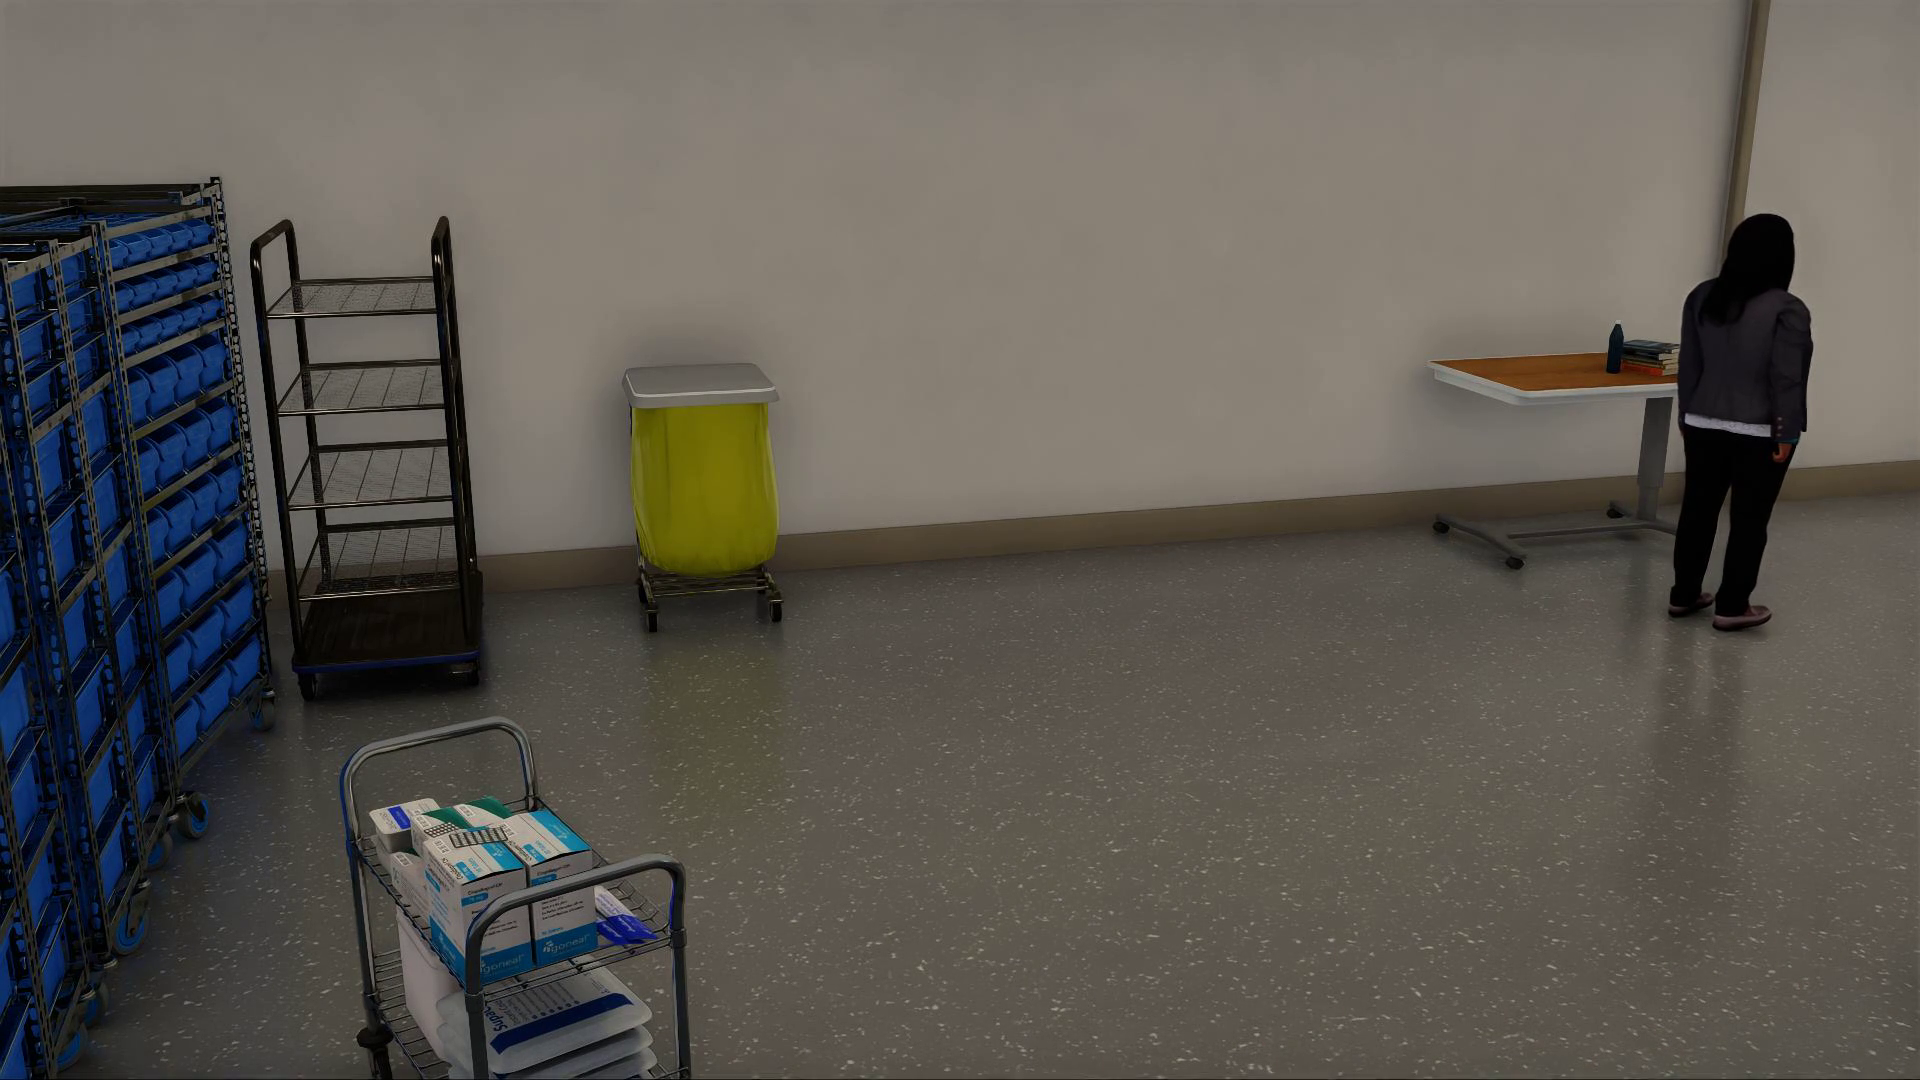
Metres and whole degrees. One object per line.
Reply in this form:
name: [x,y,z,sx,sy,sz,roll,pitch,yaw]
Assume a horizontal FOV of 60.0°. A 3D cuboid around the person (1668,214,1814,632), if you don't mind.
person: [2.999,-0.448,6.415,0.750,1.599,0.746,-9,18,-30]
